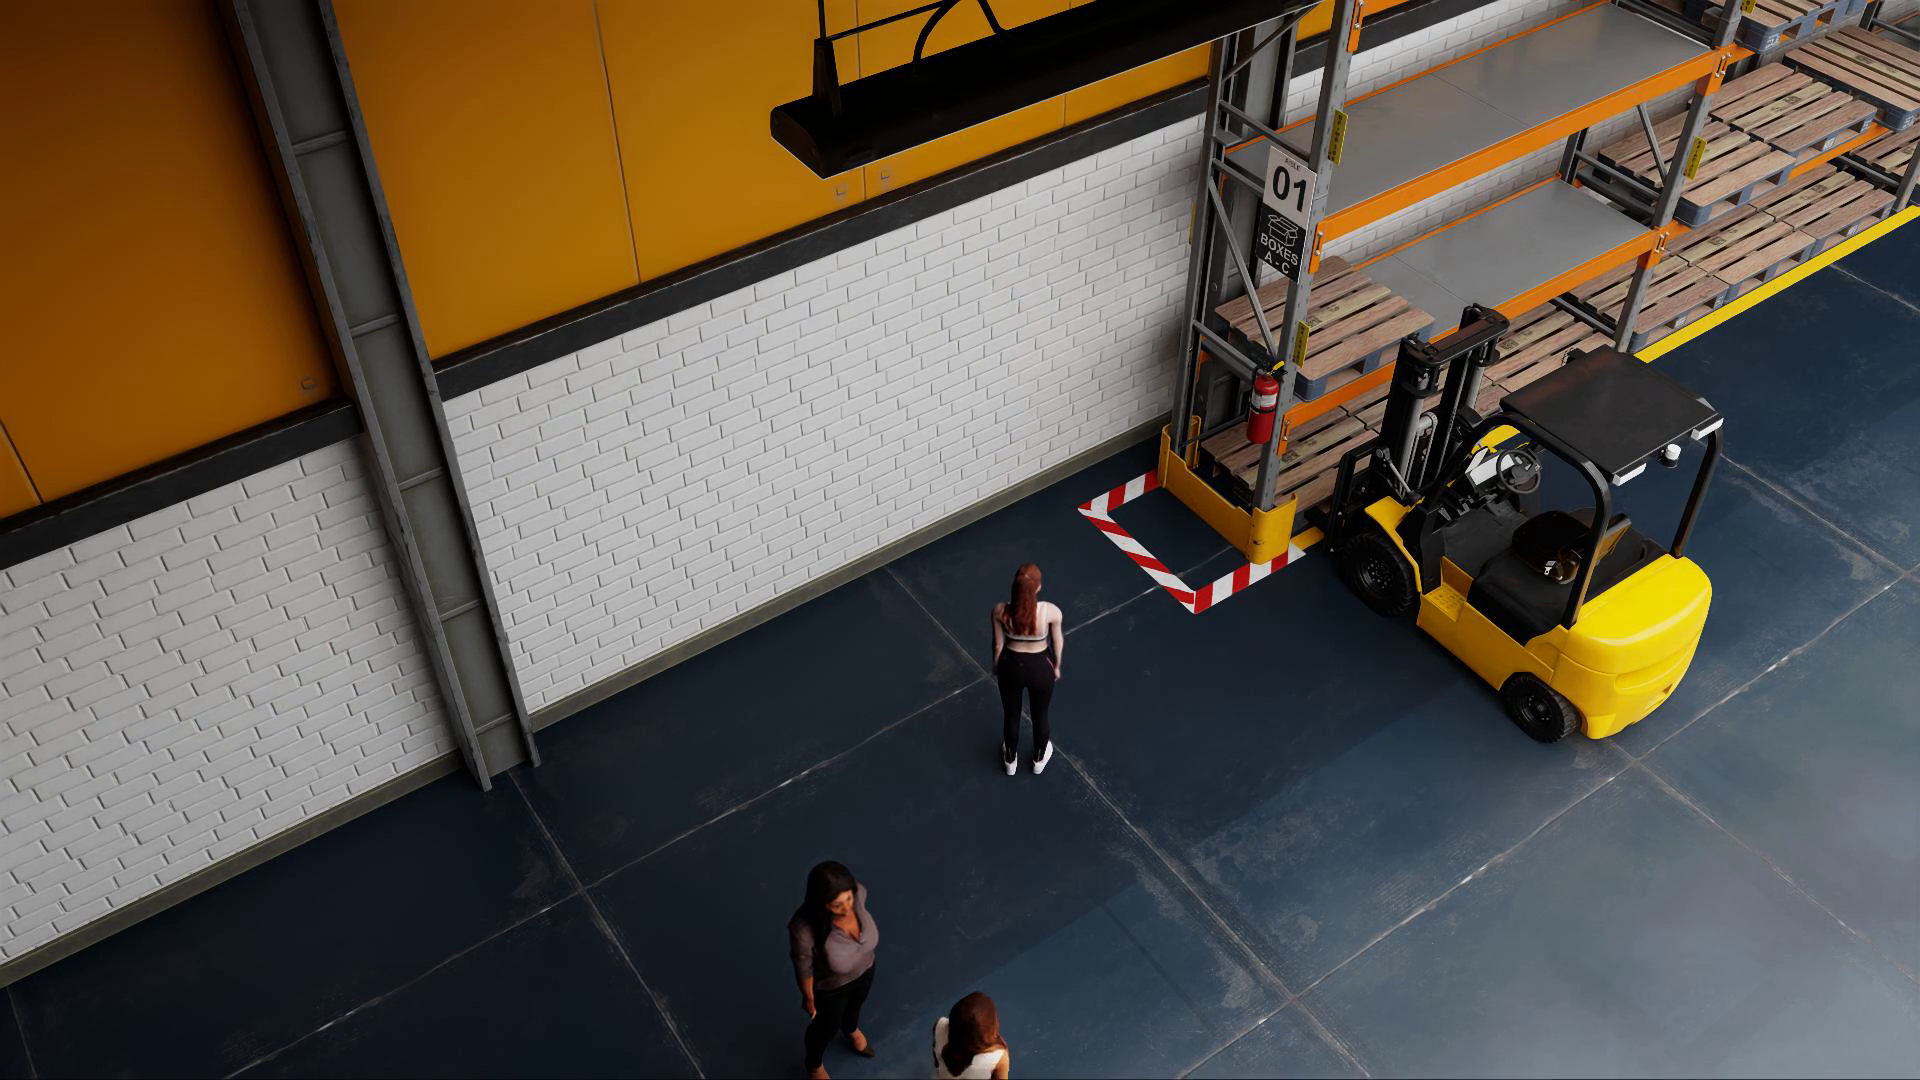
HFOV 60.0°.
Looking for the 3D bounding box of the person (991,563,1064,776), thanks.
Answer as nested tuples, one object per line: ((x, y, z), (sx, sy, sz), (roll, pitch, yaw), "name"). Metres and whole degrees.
((0.399, 0.802, 10.118), (0.654, 1.740, 0.725), (5, 44, 5), "person")

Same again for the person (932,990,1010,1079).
((-0.022, 2.771, 8.039), (0.953, 1.757, 1.169), (18, 46, 18), "person")

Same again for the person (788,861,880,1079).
((-0.640, 2.226, 8.550), (0.766, 1.840, 0.614), (31, 52, 28), "person")
